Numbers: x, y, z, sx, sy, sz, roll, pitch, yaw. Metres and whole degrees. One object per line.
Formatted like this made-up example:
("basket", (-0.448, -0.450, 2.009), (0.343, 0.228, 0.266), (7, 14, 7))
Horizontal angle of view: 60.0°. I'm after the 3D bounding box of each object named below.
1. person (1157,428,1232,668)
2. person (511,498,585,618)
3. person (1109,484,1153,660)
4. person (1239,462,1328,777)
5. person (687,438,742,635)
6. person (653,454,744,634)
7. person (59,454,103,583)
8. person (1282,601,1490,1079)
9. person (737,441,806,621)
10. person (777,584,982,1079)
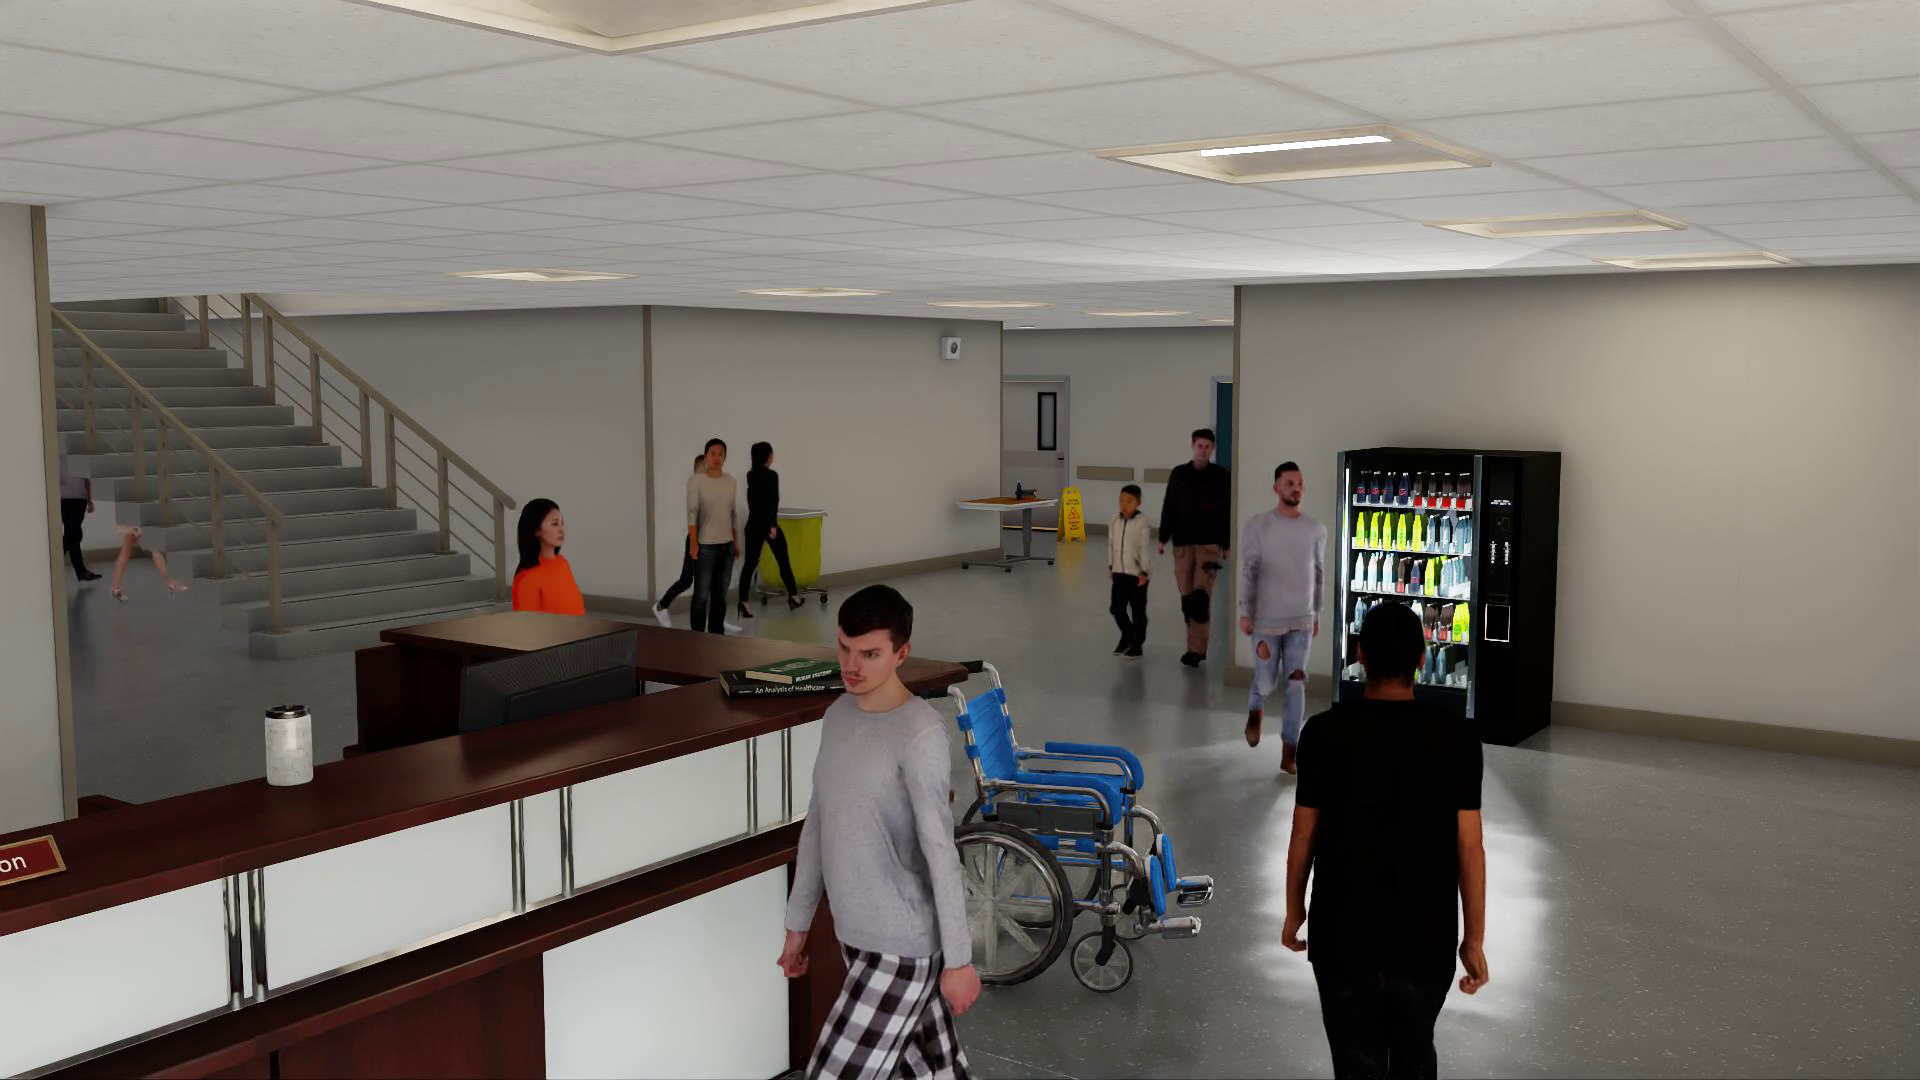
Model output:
("person", (1.934, 0.067, 13.330), (0.945, 1.892, 0.840), (3, 7, 31))
("person", (-2.089, 0.665, 8.161), (0.746, 1.737, 0.724), (1, 6, 12))
("person", (1.449, 0.255, 13.715), (0.491, 1.441, 0.653), (4, 7, 36))
("person", (1.875, 0.451, 9.855), (1.052, 1.825, 1.081), (-1, 6, -5))
("person", (-2.087, 0.046, 13.958), (0.700, 1.809, 0.623), (-5, 8, -43))
("person", (-2.381, 0.059, 14.868), (1.156, 1.601, 0.826), (2, 6, 17))
("person", (-10.043, -0.421, 18.631), (1.186, 1.802, 0.853), (3, 6, 28))
("person", (1.096, 1.054, 4.293), (0.839, 1.738, 0.892), (1, 6, 6))
("person", (-1.916, -0.050, 15.685), (0.993, 1.654, 0.646), (4, 7, 36))
("person", (-0.114, 1.033, 4.281), (1.057, 1.782, 1.235), (-3, 7, -29))
